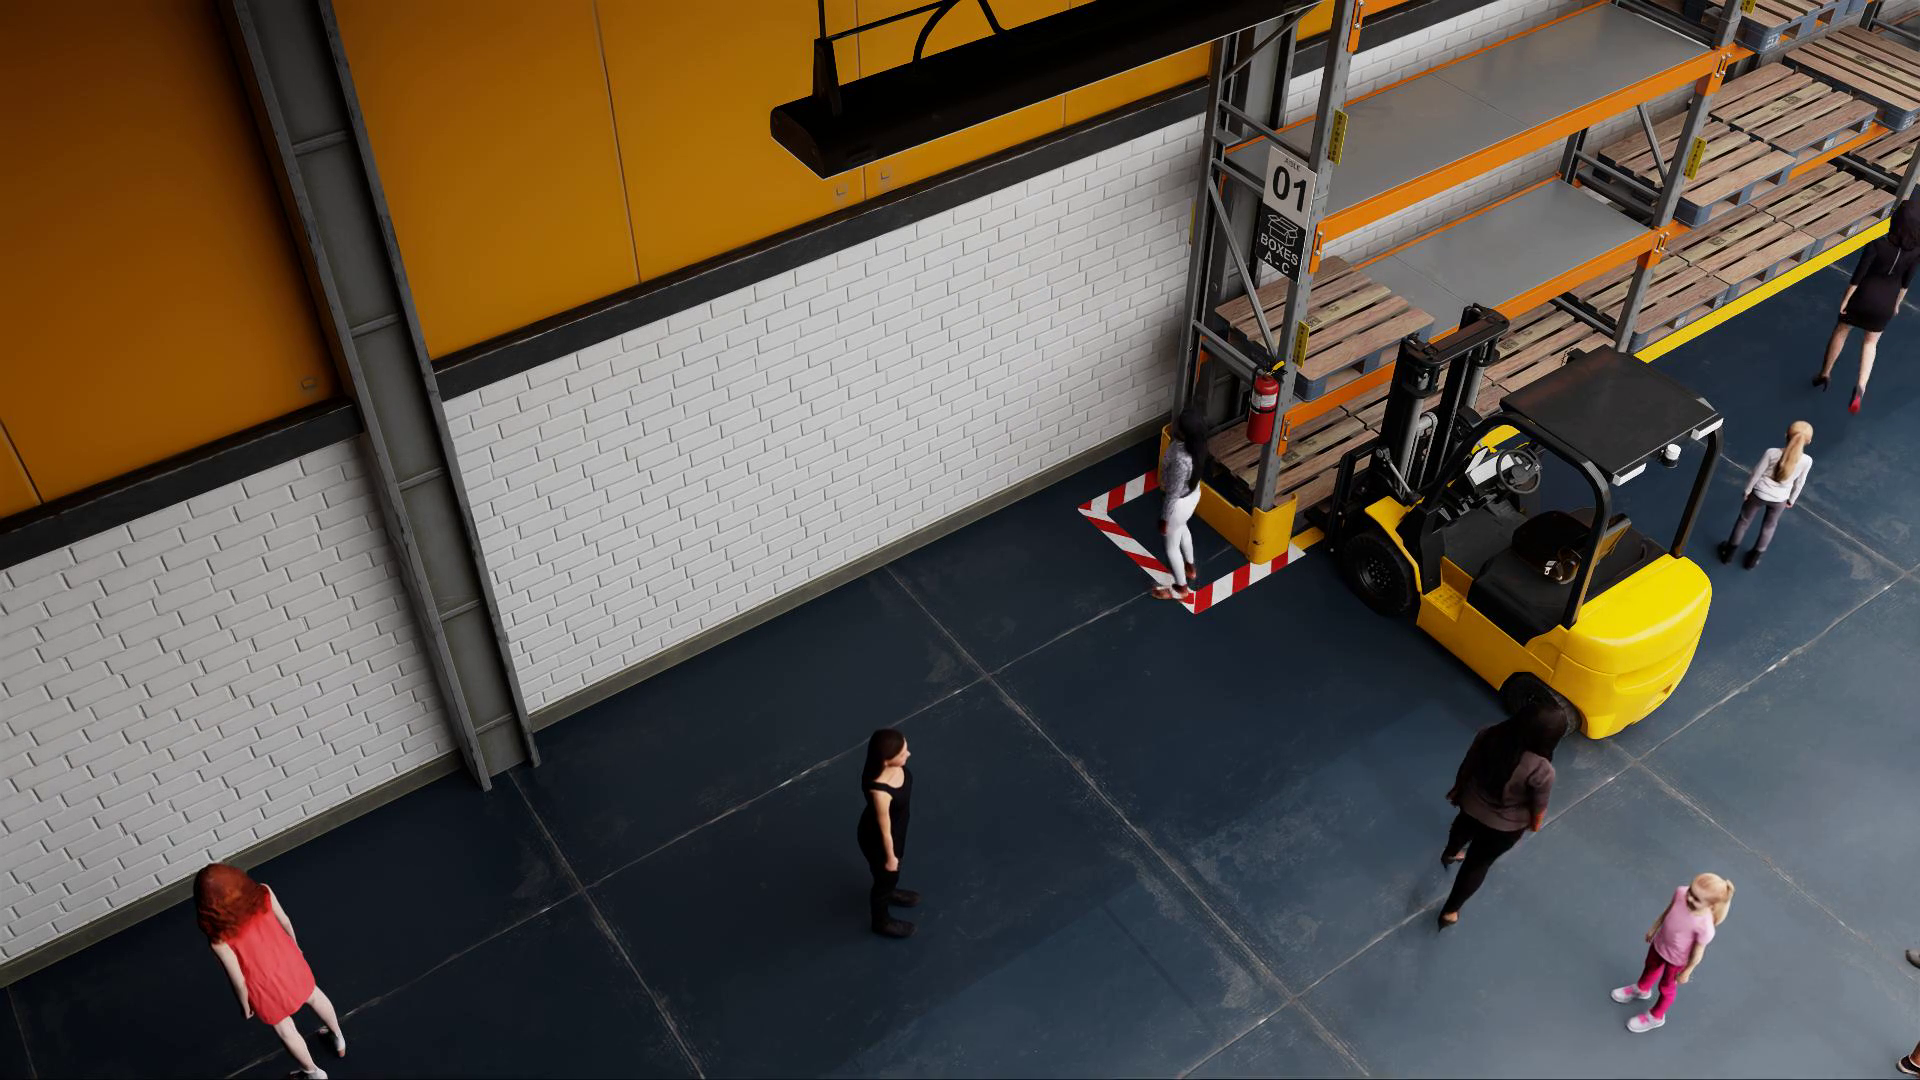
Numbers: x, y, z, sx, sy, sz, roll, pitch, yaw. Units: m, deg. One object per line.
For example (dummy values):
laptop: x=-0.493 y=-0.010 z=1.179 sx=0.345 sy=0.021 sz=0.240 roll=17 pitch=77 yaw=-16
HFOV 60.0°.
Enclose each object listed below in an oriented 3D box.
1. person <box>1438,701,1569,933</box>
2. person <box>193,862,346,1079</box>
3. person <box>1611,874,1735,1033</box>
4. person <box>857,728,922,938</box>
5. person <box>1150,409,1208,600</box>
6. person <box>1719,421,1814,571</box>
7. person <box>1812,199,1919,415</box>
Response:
person: x=2.907 y=1.597 z=9.238 sx=0.820 sy=1.802 sz=0.693 roll=-32 pitch=52 yaw=-29
person: x=-3.532 y=2.237 z=8.549 sx=0.727 sy=1.825 sz=0.619 roll=17 pitch=46 yaw=17
person: x=3.872 y=2.202 z=8.989 sx=0.602 sy=1.270 sz=0.560 roll=-7 pitch=44 yaw=-8
person: x=-0.412 y=1.625 z=9.290 sx=0.724 sy=1.689 sz=0.673 roll=4 pitch=44 yaw=4
person: x=1.509 y=-0.250 z=11.250 sx=0.832 sy=1.702 sz=0.673 roll=28 pitch=50 yaw=26
person: x=5.657 y=-0.308 z=11.619 sx=0.585 sy=1.277 sz=0.634 roll=13 pitch=45 yaw=14
person: x=6.988 y=-1.732 z=12.747 sx=0.944 sy=1.782 sz=1.027 roll=9 pitch=44 yaw=9
